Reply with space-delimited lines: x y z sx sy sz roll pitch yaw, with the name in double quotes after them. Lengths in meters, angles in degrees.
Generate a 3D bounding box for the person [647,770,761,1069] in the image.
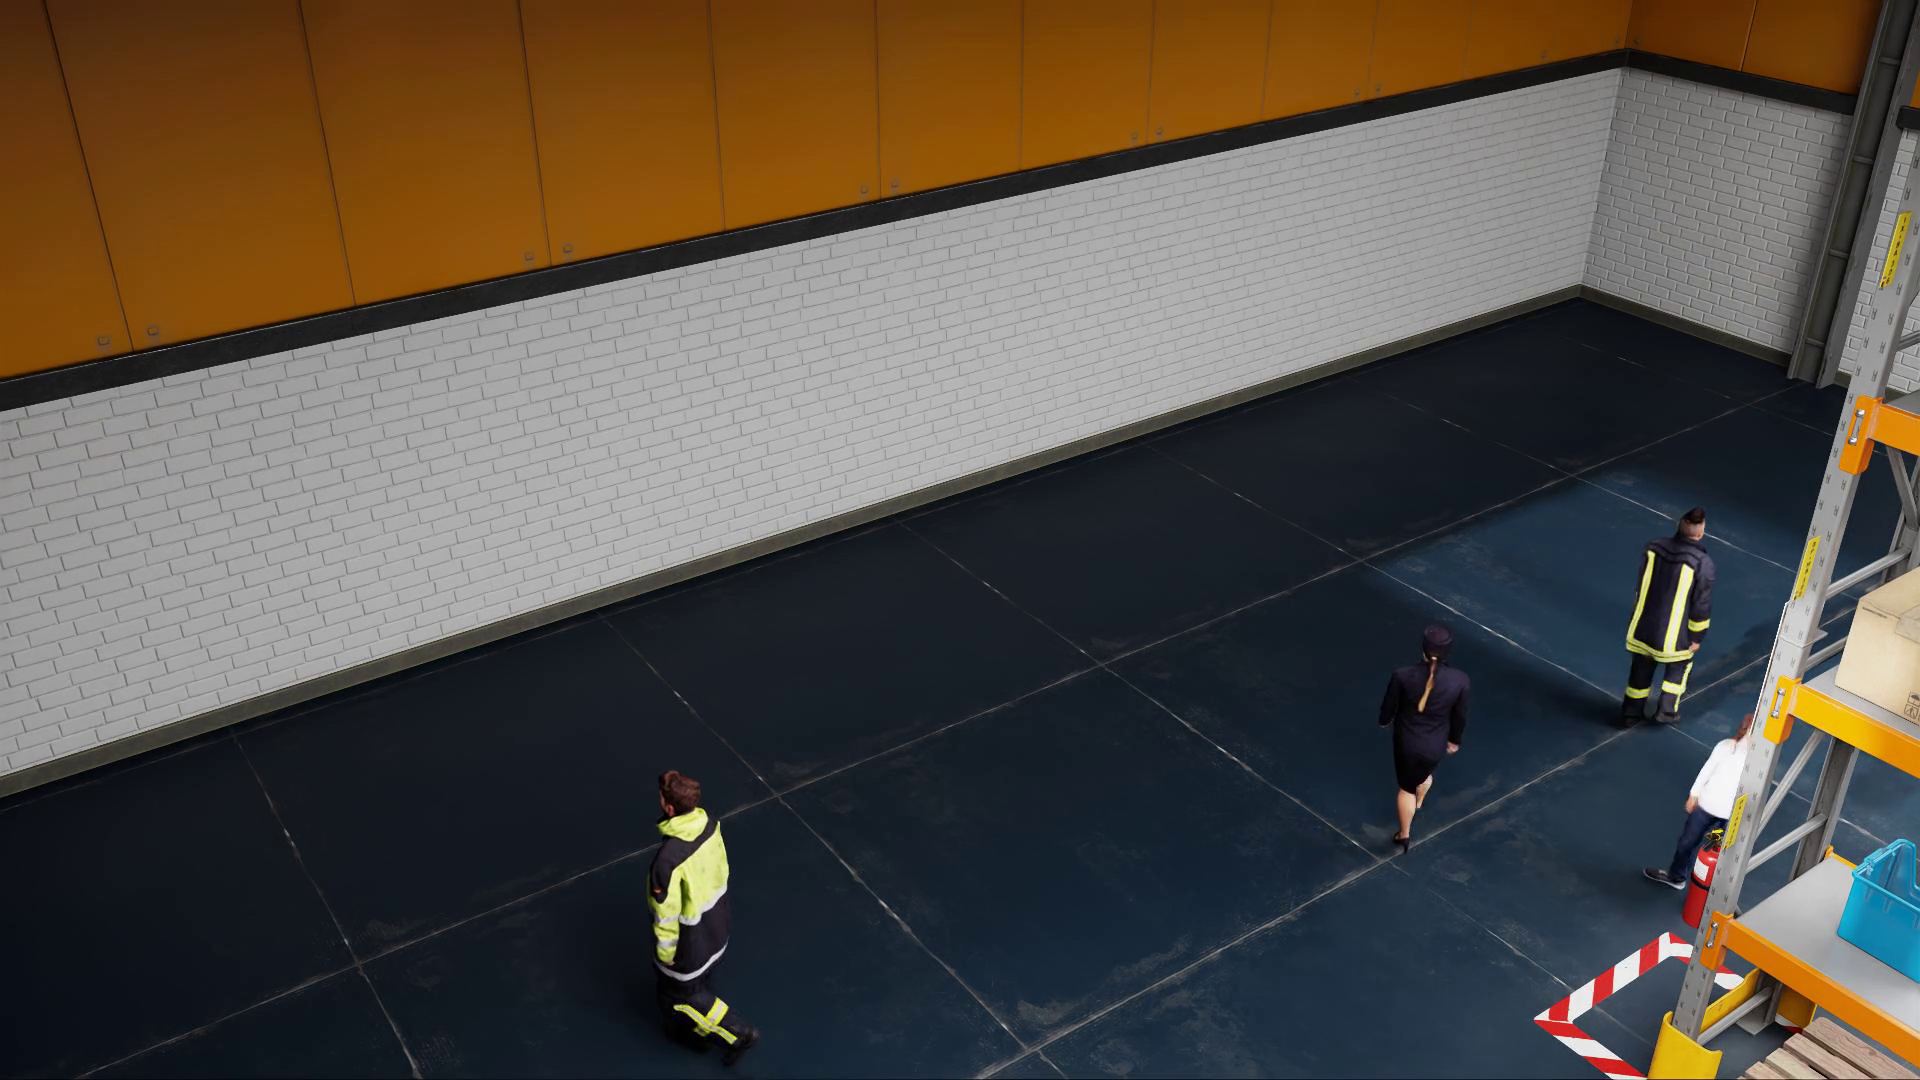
-1.439 2.160 9.265 1.112 1.966 1.033 10 30 18 "person"

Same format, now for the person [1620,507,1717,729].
5.144 0.608 12.231 0.888 1.850 0.728 -25 37 -37 "person"

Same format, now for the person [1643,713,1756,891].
4.823 1.690 10.573 0.619 1.537 0.837 23 36 36 "person"

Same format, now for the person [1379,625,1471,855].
3.049 1.374 11.032 0.937 1.653 1.004 2 29 4 "person"
